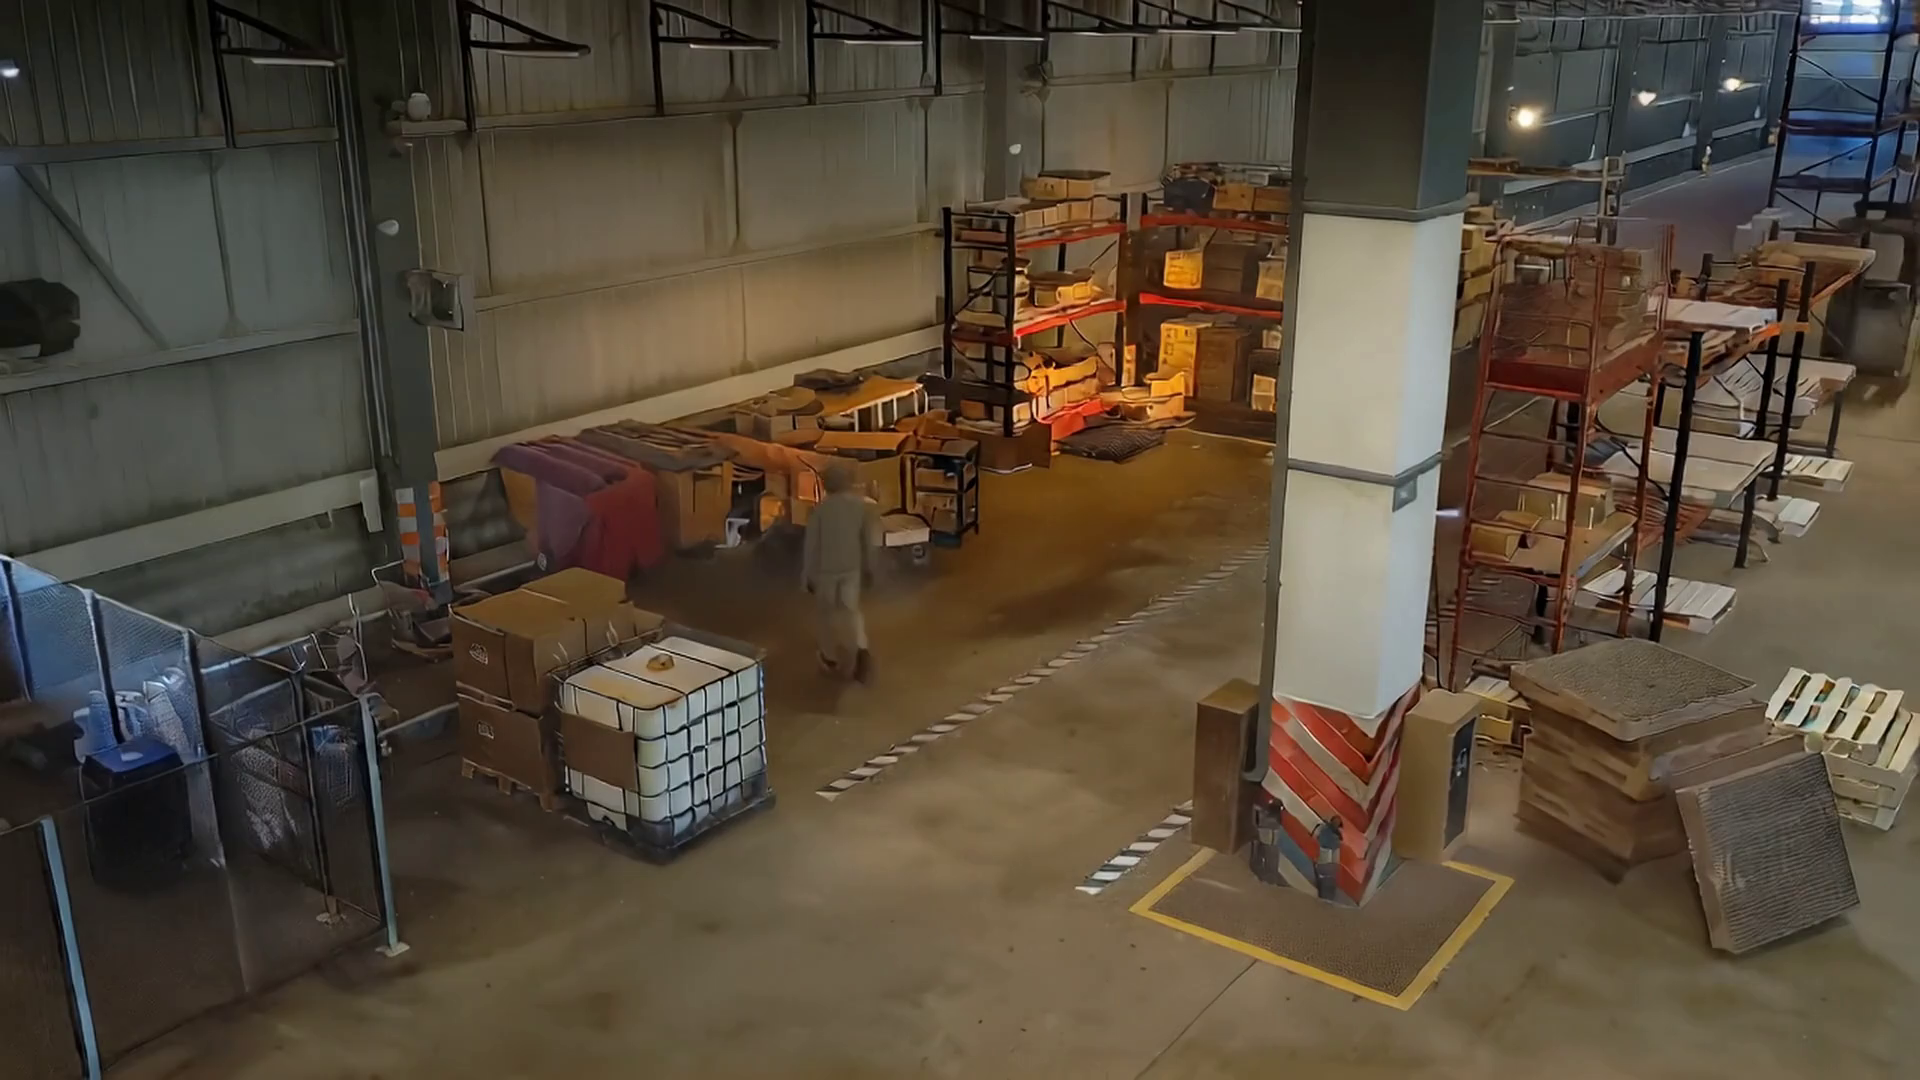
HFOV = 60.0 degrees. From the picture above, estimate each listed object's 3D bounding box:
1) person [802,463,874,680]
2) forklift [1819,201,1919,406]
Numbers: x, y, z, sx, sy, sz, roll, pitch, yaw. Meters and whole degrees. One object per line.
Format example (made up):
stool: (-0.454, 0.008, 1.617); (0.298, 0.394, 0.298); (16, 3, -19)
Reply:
person: (-1.025, 0.279, 14.295); (0.639, 1.917, 0.797); (-8, 20, -22)
forklift: (13.532, -3.563, 24.523); (1.129, 2.768, 1.873); (13, 22, 34)
